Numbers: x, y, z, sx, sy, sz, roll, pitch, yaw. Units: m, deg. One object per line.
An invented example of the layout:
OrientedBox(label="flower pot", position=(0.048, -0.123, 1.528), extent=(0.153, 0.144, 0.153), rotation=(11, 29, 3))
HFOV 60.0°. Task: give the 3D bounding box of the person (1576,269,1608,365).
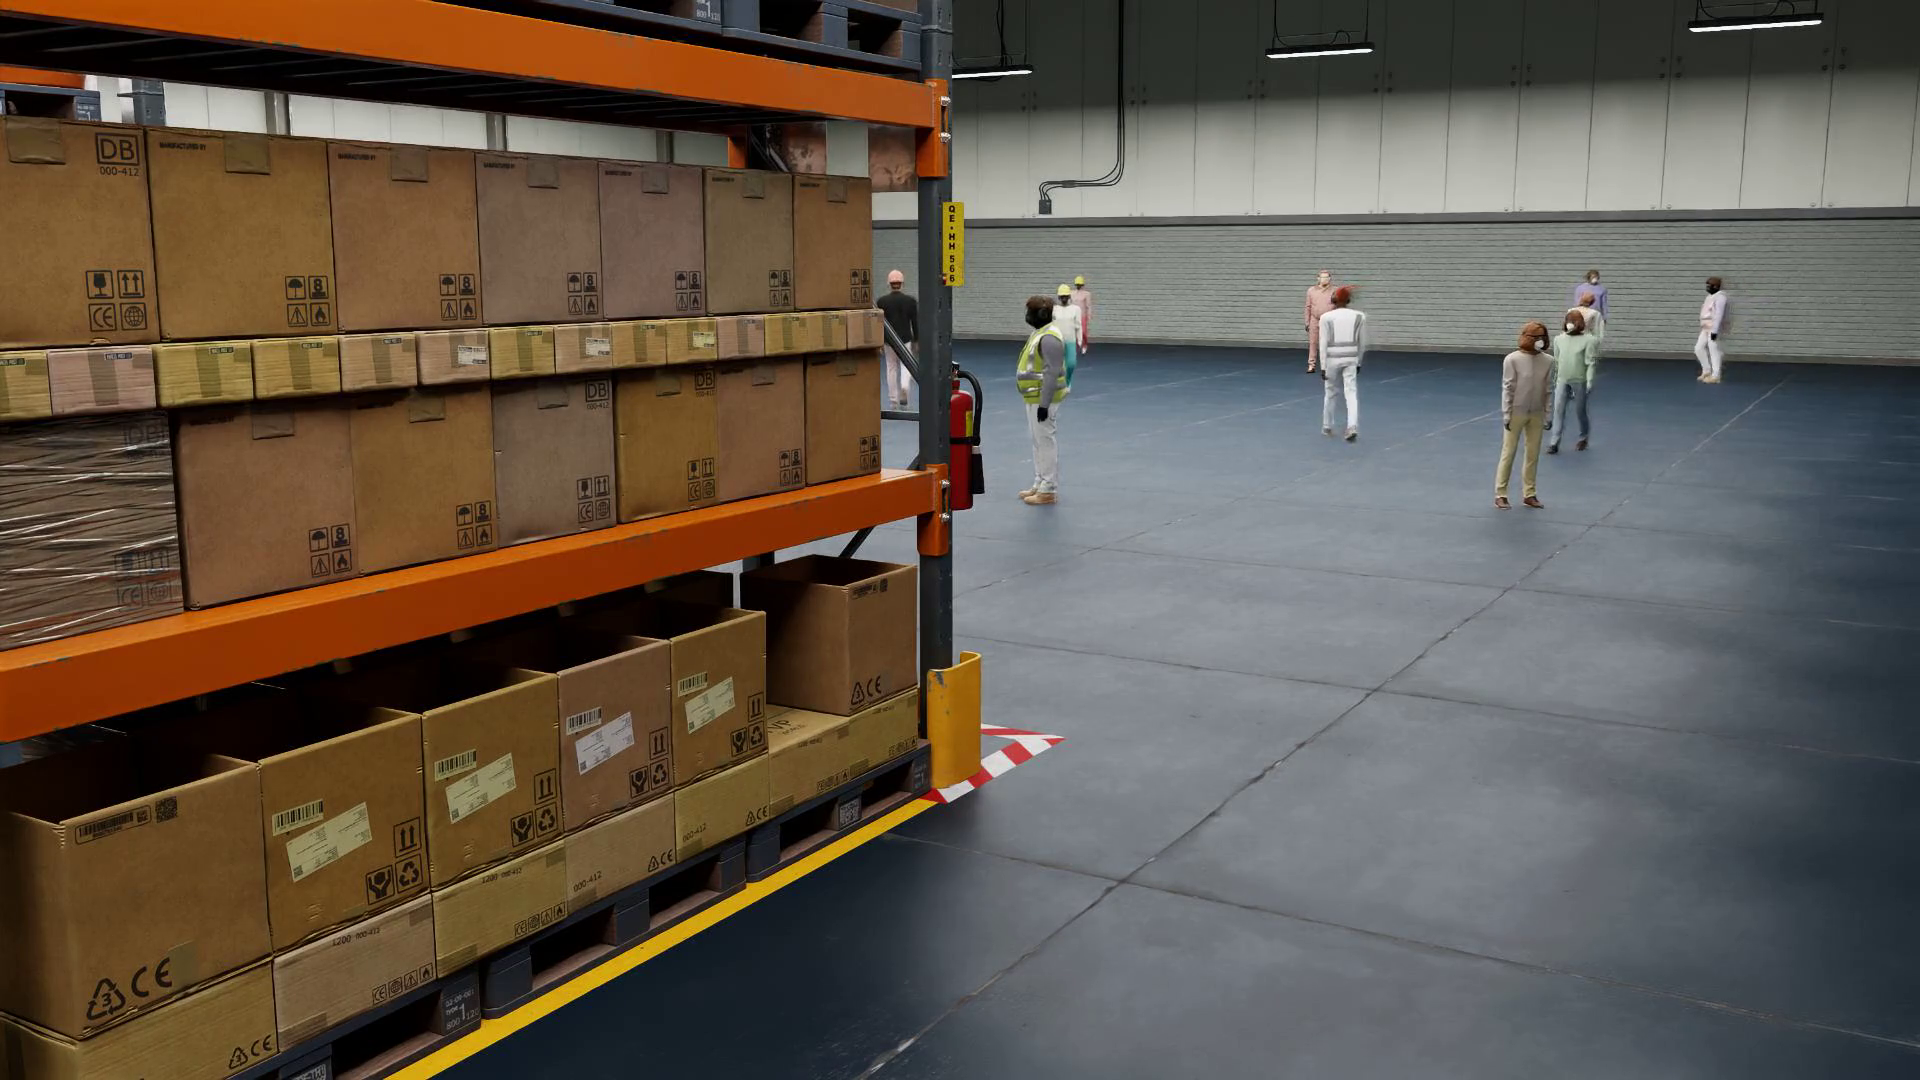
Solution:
OrientedBox(label="person", position=(12.480, -4.386, 32.855), extent=(0.664, 1.925, 0.444), rotation=(-1, 10, -4))

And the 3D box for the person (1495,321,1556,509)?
OrientedBox(label="person", position=(4.882, -1.068, 14.329), extent=(0.501, 1.626, 0.306), rotation=(-2, 10, -11))

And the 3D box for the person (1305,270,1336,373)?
OrientedBox(label="person", position=(6.729, -4.044, 30.906), extent=(0.653, 1.906, 0.408), rotation=(3, 10, 16))

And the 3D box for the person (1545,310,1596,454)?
OrientedBox(label="person", position=(6.801, -1.758, 18.449), extent=(0.510, 1.590, 0.842), rotation=(9, 13, 41))

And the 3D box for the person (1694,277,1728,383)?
OrientedBox(label="person", position=(12.928, -3.614, 28.633), extent=(0.517, 1.820, 0.652), rotation=(1, 10, 6))

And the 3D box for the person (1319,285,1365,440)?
OrientedBox(label="person", position=(4.549, -2.112, 19.827), extent=(0.573, 1.843, 1.017), rotation=(0, 10, 1))

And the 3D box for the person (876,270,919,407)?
OrientedBox(label="person", position=(-0.900, -2.875, 23.838), extent=(0.636, 1.978, 0.663), rotation=(-1, 10, -4))

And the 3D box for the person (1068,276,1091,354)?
OrientedBox(label="person", position=(2.590, -4.909, 36.430), extent=(0.542, 1.750, 0.385), rotation=(2, 10, 12))

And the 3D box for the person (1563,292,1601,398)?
OrientedBox(label="person", position=(9.533, -2.986, 25.523), extent=(0.534, 1.616, 0.427), rotation=(5, 11, 26))

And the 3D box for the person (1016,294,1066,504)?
OrientedBox(label="person", position=(0.714, -1.235, 14.680), extent=(0.429, 1.840, 0.656), rotation=(-1, 10, -6))

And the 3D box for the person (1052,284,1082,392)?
OrientedBox(label="person", position=(1.621, -3.094, 25.802), extent=(0.532, 1.744, 0.620), rotation=(0, 10, -1))
